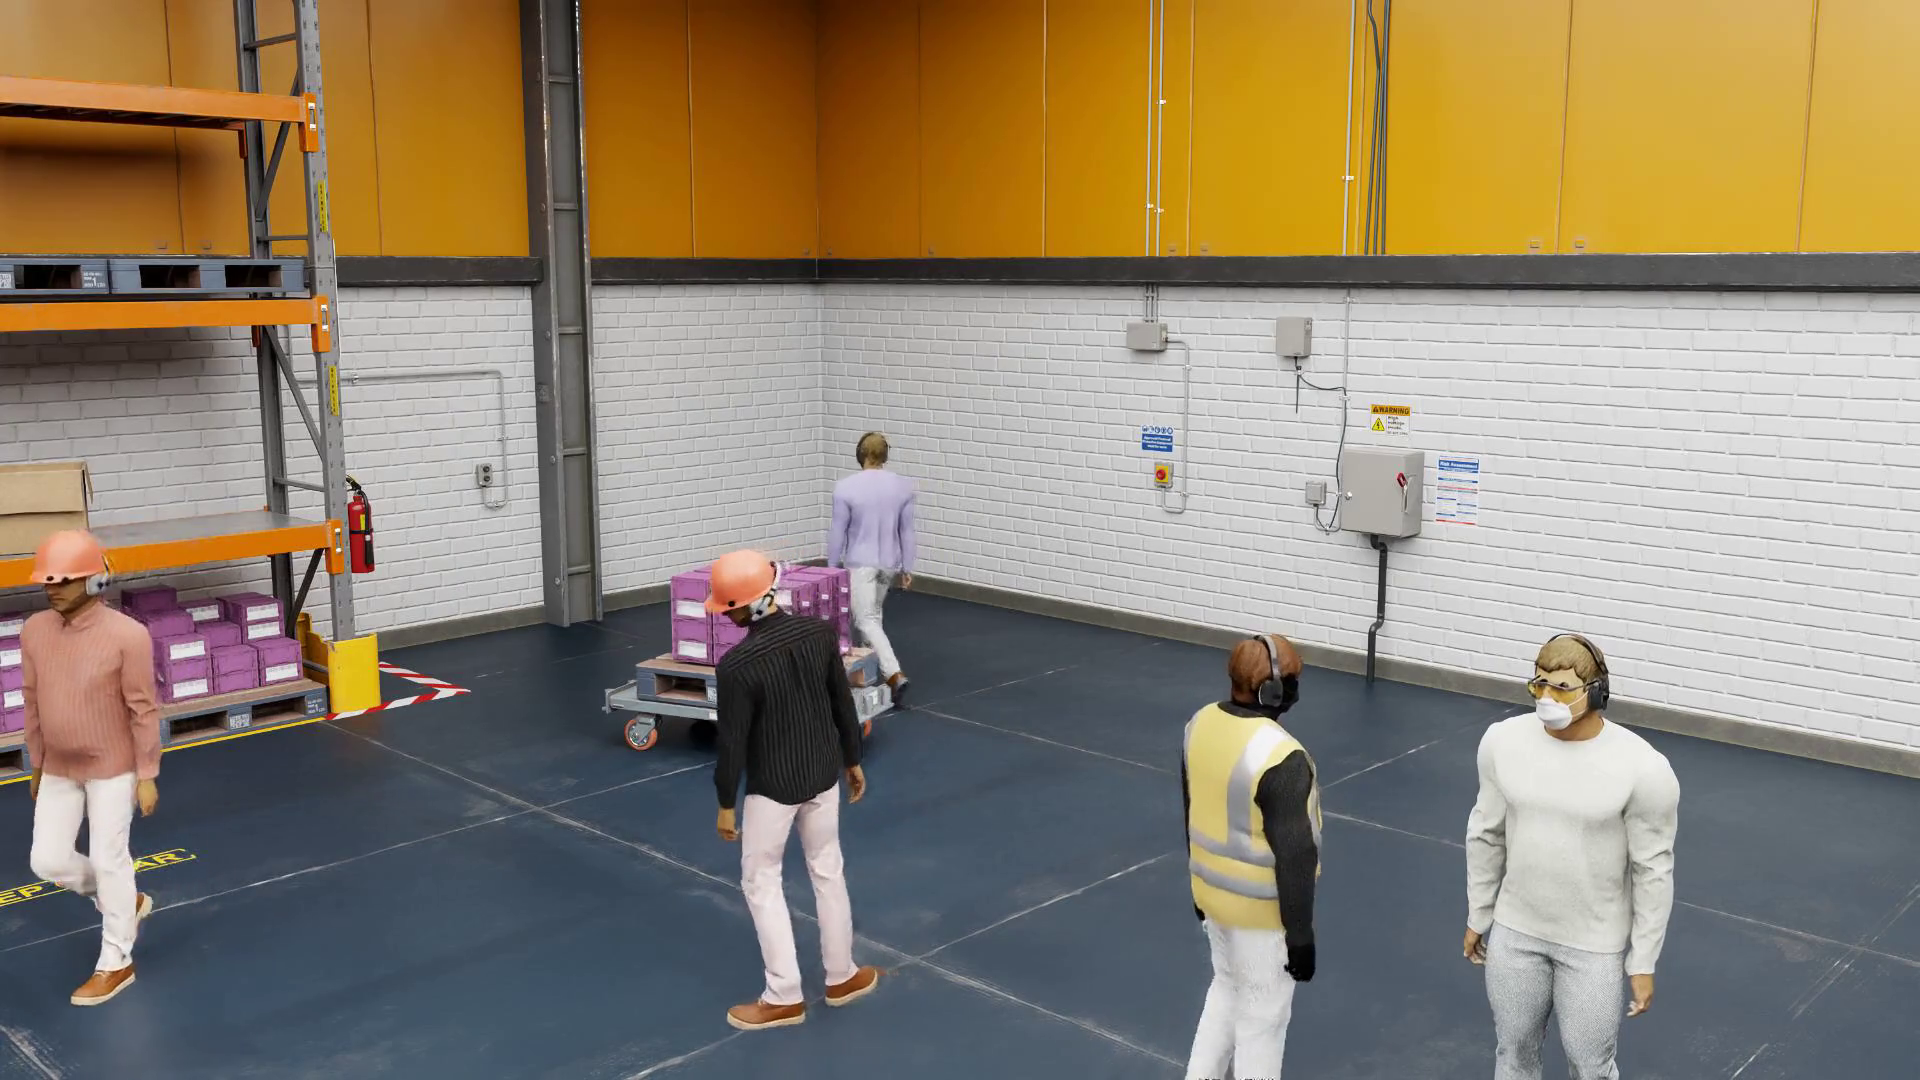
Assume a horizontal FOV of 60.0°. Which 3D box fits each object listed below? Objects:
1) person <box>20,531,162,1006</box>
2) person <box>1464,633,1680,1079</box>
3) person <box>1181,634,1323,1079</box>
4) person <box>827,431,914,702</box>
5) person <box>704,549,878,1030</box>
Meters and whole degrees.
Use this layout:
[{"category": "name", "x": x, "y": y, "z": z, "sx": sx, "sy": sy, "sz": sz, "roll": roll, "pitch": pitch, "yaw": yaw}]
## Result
[{"category": "person", "x": -3.596, "y": 0.926, "z": 6.922, "sx": 0.640, "sy": 1.977, "sz": 0.497, "roll": 2, "pitch": 9, "yaw": 12}, {"category": "person", "x": 1.865, "y": 1.234, "z": 5.173, "sx": 0.635, "sy": 1.937, "sz": 0.352, "roll": 9, "pitch": 13, "yaw": 43}, {"category": "person", "x": 0.991, "y": 1.218, "z": 5.603, "sx": 0.429, "sy": 1.846, "sz": 0.630, "roll": -3, "pitch": 10, "yaw": -19}, {"category": "person", "x": -0.595, "y": 0.184, "z": 11.732, "sx": 0.631, "sy": 1.908, "sz": 0.917, "roll": -7, "pitch": 12, "yaw": -37}, {"category": "person", "x": -0.660, "y": 0.979, "z": 6.754, "sx": 0.774, "sy": 1.949, "sz": 0.393, "roll": -9, "pitch": 13, "yaw": -44}]
